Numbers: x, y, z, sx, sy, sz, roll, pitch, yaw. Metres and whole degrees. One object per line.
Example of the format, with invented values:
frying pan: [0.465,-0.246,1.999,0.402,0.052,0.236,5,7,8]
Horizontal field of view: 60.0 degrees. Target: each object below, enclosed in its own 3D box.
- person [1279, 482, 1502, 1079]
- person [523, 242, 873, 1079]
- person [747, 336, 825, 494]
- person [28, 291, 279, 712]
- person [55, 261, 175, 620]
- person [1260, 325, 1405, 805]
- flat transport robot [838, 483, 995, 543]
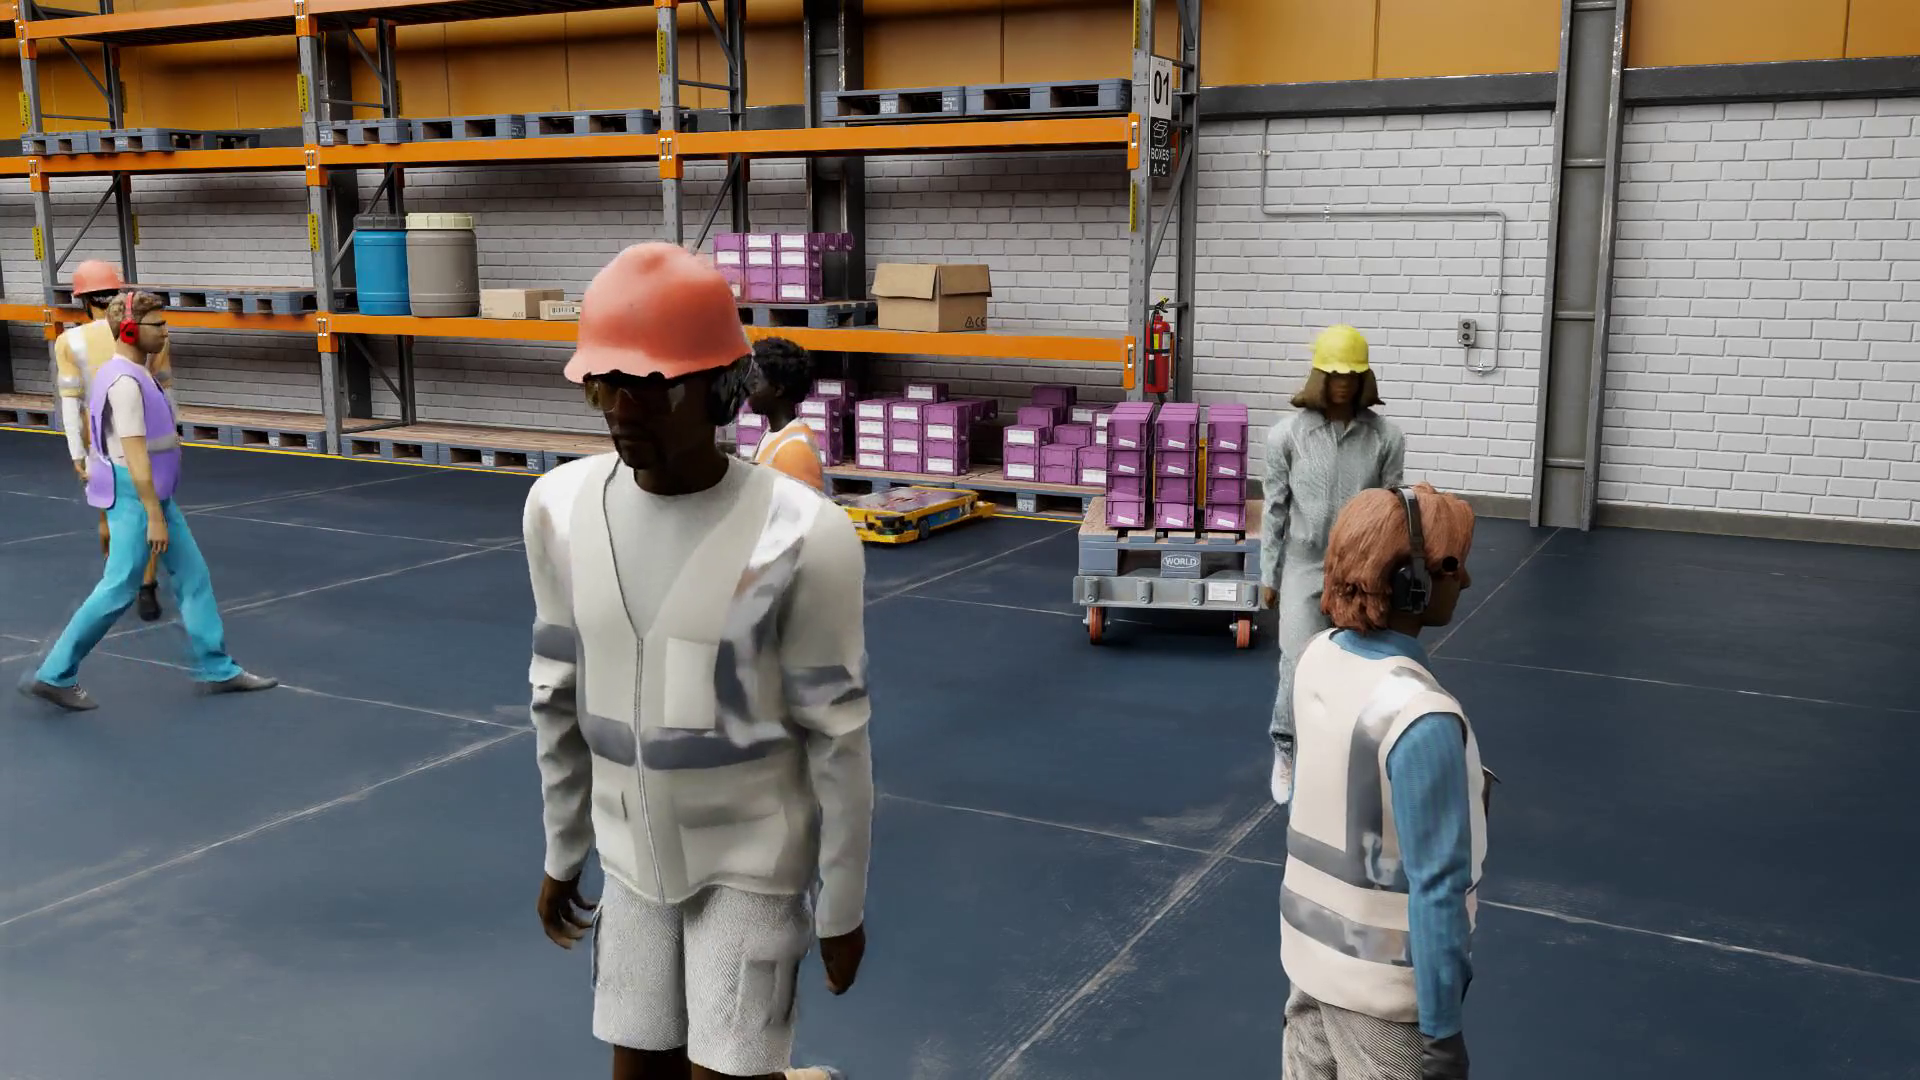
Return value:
person: [0.676,0.721,2.723,0.307,1.640,0.519,-2,11,-11]
person: [-0.396,0.505,2.880,0.631,2.018,0.766,5,11,24]
person: [-0.593,0.146,5.727,0.320,1.697,0.539,-2,11,-13]
person: [-3.543,-0.162,7.125,0.956,1.804,0.584,-4,11,-20]
person: [-4.556,-0.555,9.025,0.562,1.880,0.996,-6,12,-29]
person: [1.296,0.123,5.766,0.486,1.730,0.363,-1,10,-3]
flat transport robot: [-0.367,-0.197,11.508,0.652,0.197,1.431,5,12,28]
